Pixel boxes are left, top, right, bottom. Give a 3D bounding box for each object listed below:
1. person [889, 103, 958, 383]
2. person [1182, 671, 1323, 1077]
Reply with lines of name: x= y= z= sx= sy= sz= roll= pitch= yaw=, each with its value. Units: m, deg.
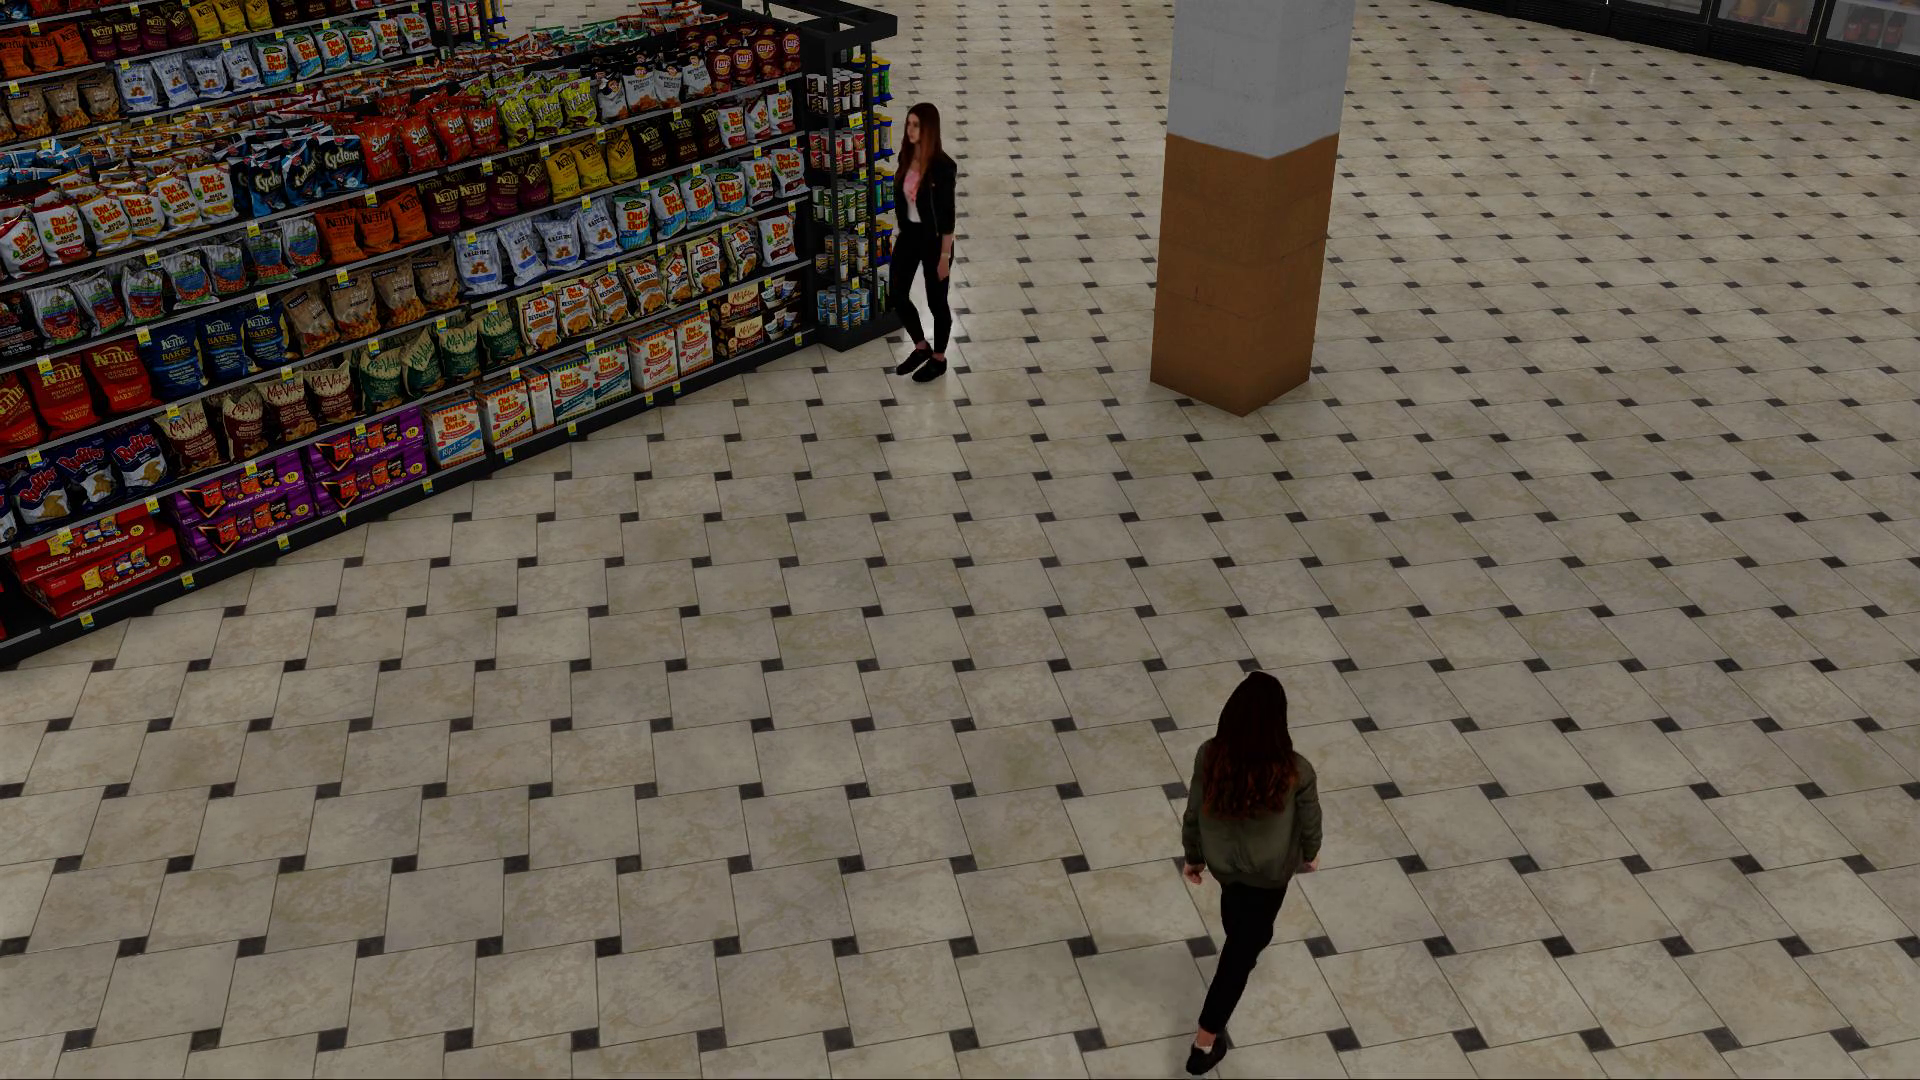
person: x=-0.137 y=-1.769 z=9.847 sx=0.628 sy=1.707 sz=0.569 roll=26 pitch=40 yaw=35
person: x=0.923 y=1.117 z=5.461 sx=0.714 sy=1.441 sz=1.058 roll=18 pitch=36 yaw=27
